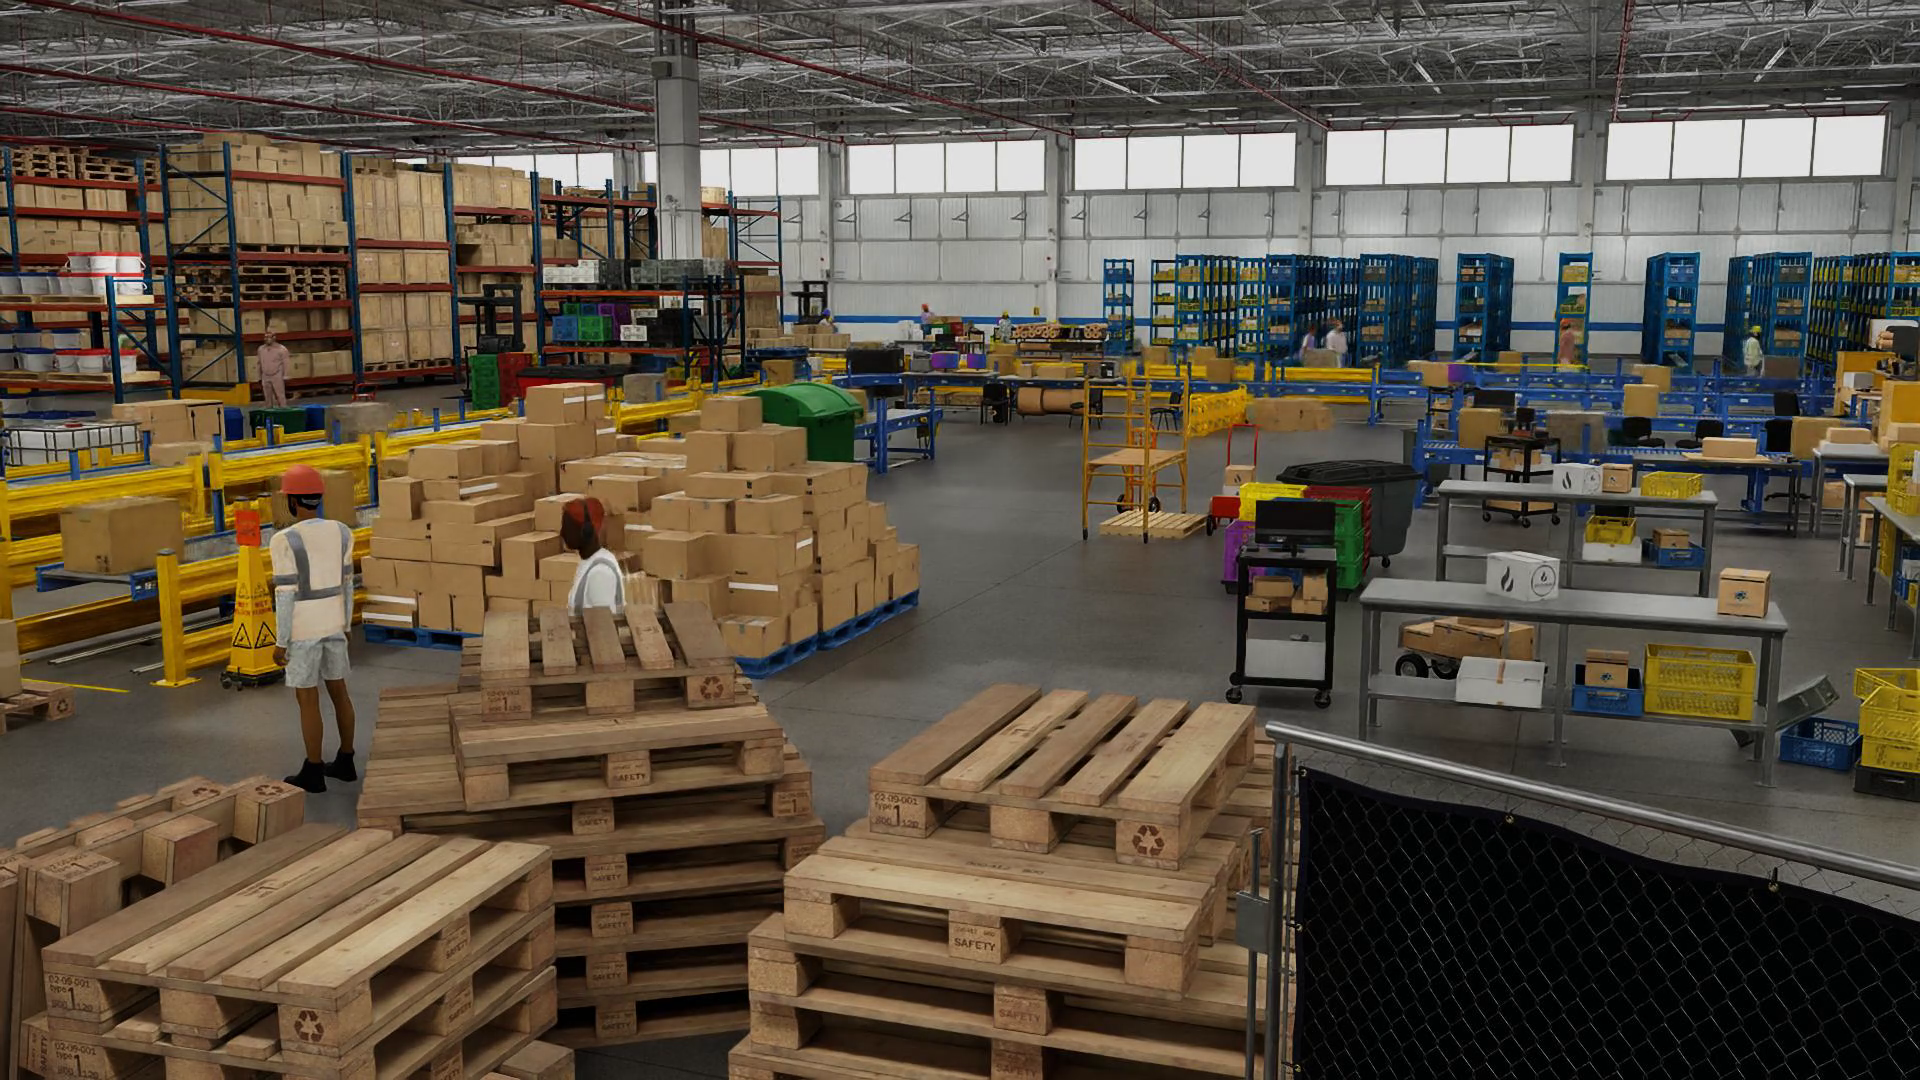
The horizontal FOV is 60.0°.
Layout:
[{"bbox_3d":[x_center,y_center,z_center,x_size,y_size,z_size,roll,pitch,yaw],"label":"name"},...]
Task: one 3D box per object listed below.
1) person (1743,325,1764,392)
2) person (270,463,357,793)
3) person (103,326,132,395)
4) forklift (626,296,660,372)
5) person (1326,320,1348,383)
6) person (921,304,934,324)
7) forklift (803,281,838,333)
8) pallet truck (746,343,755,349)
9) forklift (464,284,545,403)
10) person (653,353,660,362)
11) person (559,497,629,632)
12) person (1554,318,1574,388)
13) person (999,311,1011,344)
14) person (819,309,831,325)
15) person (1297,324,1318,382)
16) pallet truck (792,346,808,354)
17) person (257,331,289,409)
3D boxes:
[{"bbox_3d":[19.353,-4.322,40.575,0.425,1.818,0.599,4,10,22],"label":"person"},{"bbox_3d":[-3.820,0.515,9.803,0.357,1.937,0.551,5,10,28],"label":"person"},{"bbox_3d":[-21.419,-4.568,42.175,0.603,1.788,0.992,3,10,21],"label":"person"},{"bbox_3d":[-9.438,-6.253,49.353,1.129,2.768,1.873,3,10,20],"label":"forklift"},{"bbox_3d":[9.754,-4.734,42.927,0.479,1.885,0.654,8,12,43],"label":"person"},{"bbox_3d":[-1.220,-8.370,65.771,0.666,1.891,0.383,0,9,1],"label":"person"},{"bbox_3d":[-5.382,-8.313,62.284,1.129,2.768,1.873,3,10,20],"label":"forklift"},{"bbox_3d":[-6.183,-4.618,44.264,1.601,1.201,0.680,-9,12,-43],"label":"pallet truck"},{"bbox_3d":[-10.832,-4.702,39.610,1.129,2.768,1.873,3,10,20],"label":"forklift"},{"bbox_3d":[-7.984,-4.967,44.616,0.617,1.809,0.765,3,9,16],"label":"person"},{"bbox_3d":[-1.954,0.697,8.875,0.408,1.872,0.591,-2,9,-12],"label":"person"},{"bbox_3d":[15.127,-4.573,41.650,0.545,1.975,0.623,6,11,34],"label":"person"},{"bbox_3d":[1.656,-7.533,60.983,0.485,1.735,0.346,-4,10,-25],"label":"person"},{"bbox_3d":[-4.302,-6.423,53.334,0.389,1.949,0.604,2,9,15],"label":"person"},{"bbox_3d":[8.891,-4.593,42.380,0.859,1.792,0.605,4,10,26],"label":"person"},{"bbox_3d":[-3.705,-4.298,42.022,0.653,1.274,1.630,3,10,20],"label":"pallet truck"},{"bbox_3d":[-14.050,-3.321,33.989,0.646,1.907,0.401,1,9,5],"label":"person"}]
